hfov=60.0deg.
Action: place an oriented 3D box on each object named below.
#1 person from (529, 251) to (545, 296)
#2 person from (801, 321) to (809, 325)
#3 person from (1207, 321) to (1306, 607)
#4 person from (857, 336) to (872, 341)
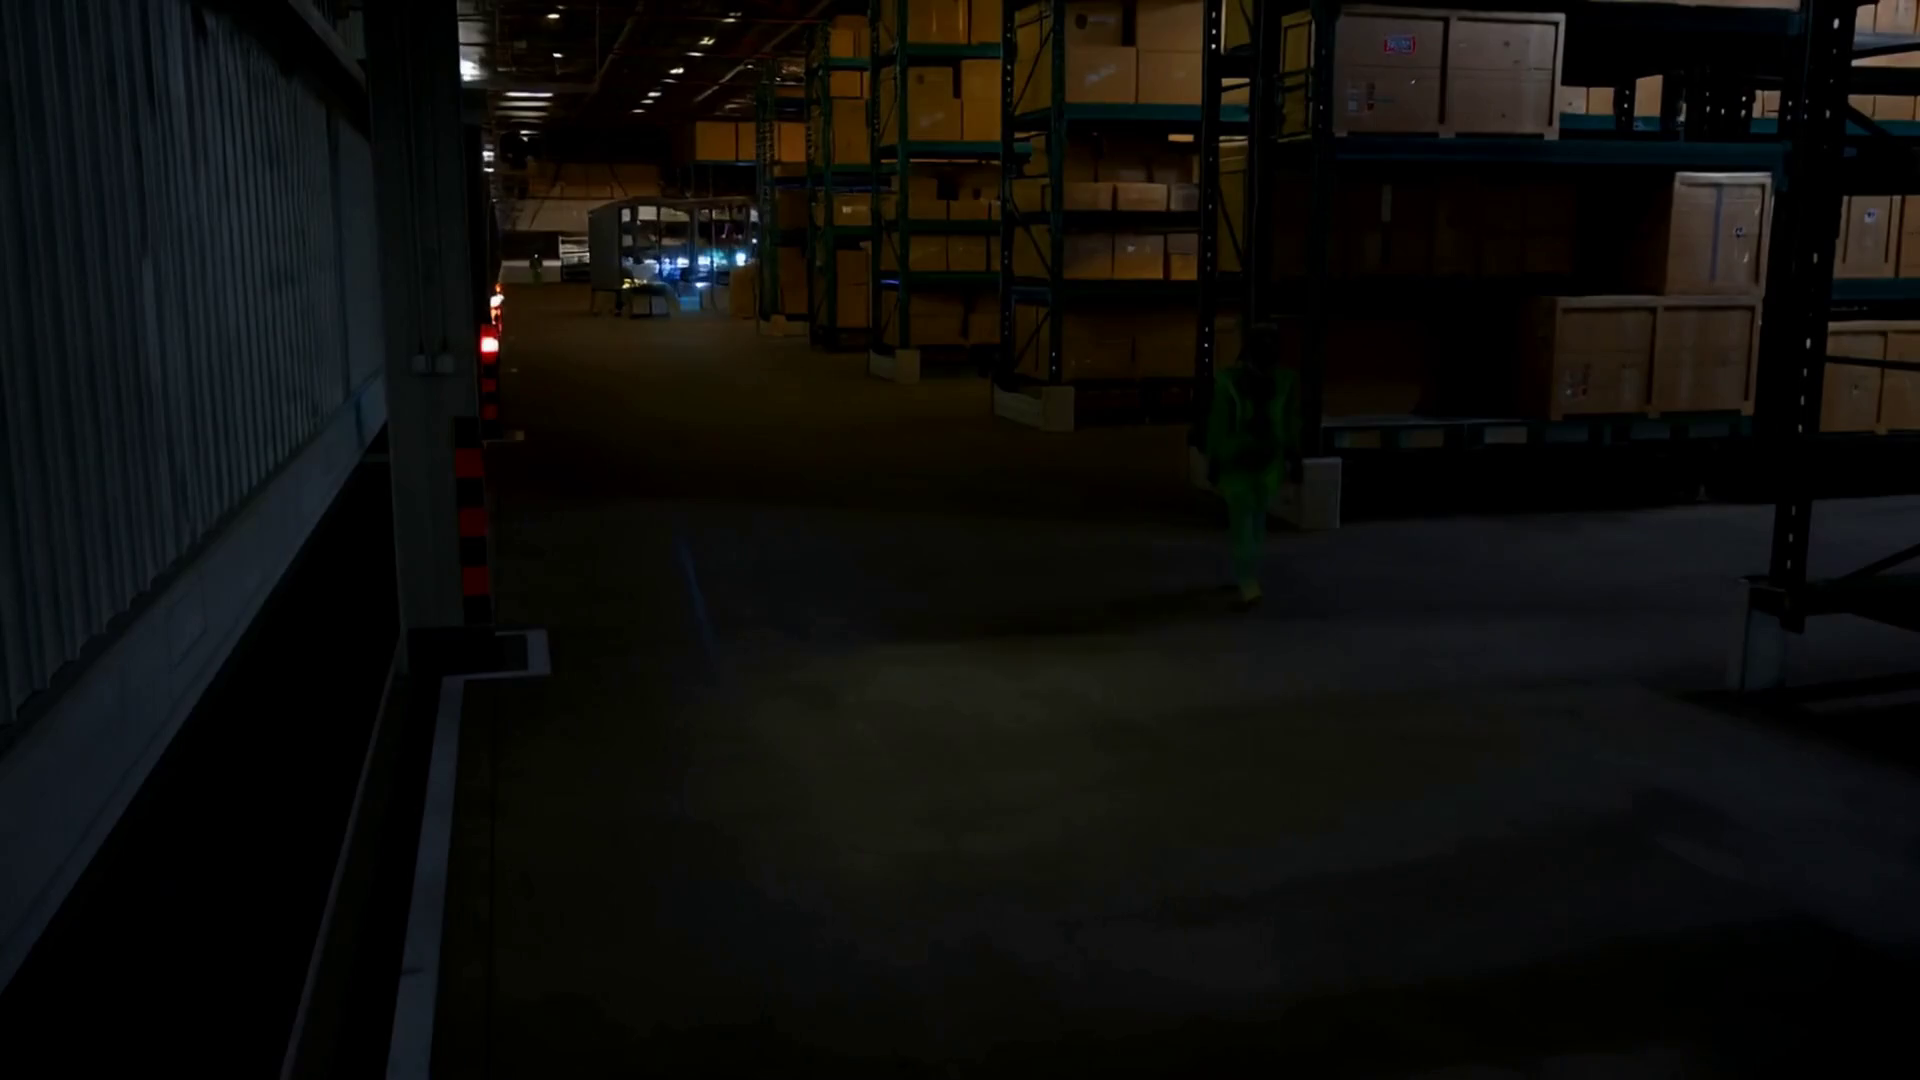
[{"bbox_3d":[-17.349,-10.925,68.238,0.627,1.819,0.425,-5,11,-25],"label":"person"},{"bbox_3d":[-3.698,-6.484,42.996,0.658,1.863,0.999,7,12,33],"label":"person"},{"bbox_3d":[1.692,-0.431,9.431,0.535,1.601,0.852,-1,10,-7],"label":"person"},{"bbox_3d":[-2.070,-5.125,35.702,0.480,1.717,0.492,4,11,19],"label":"person"}]
